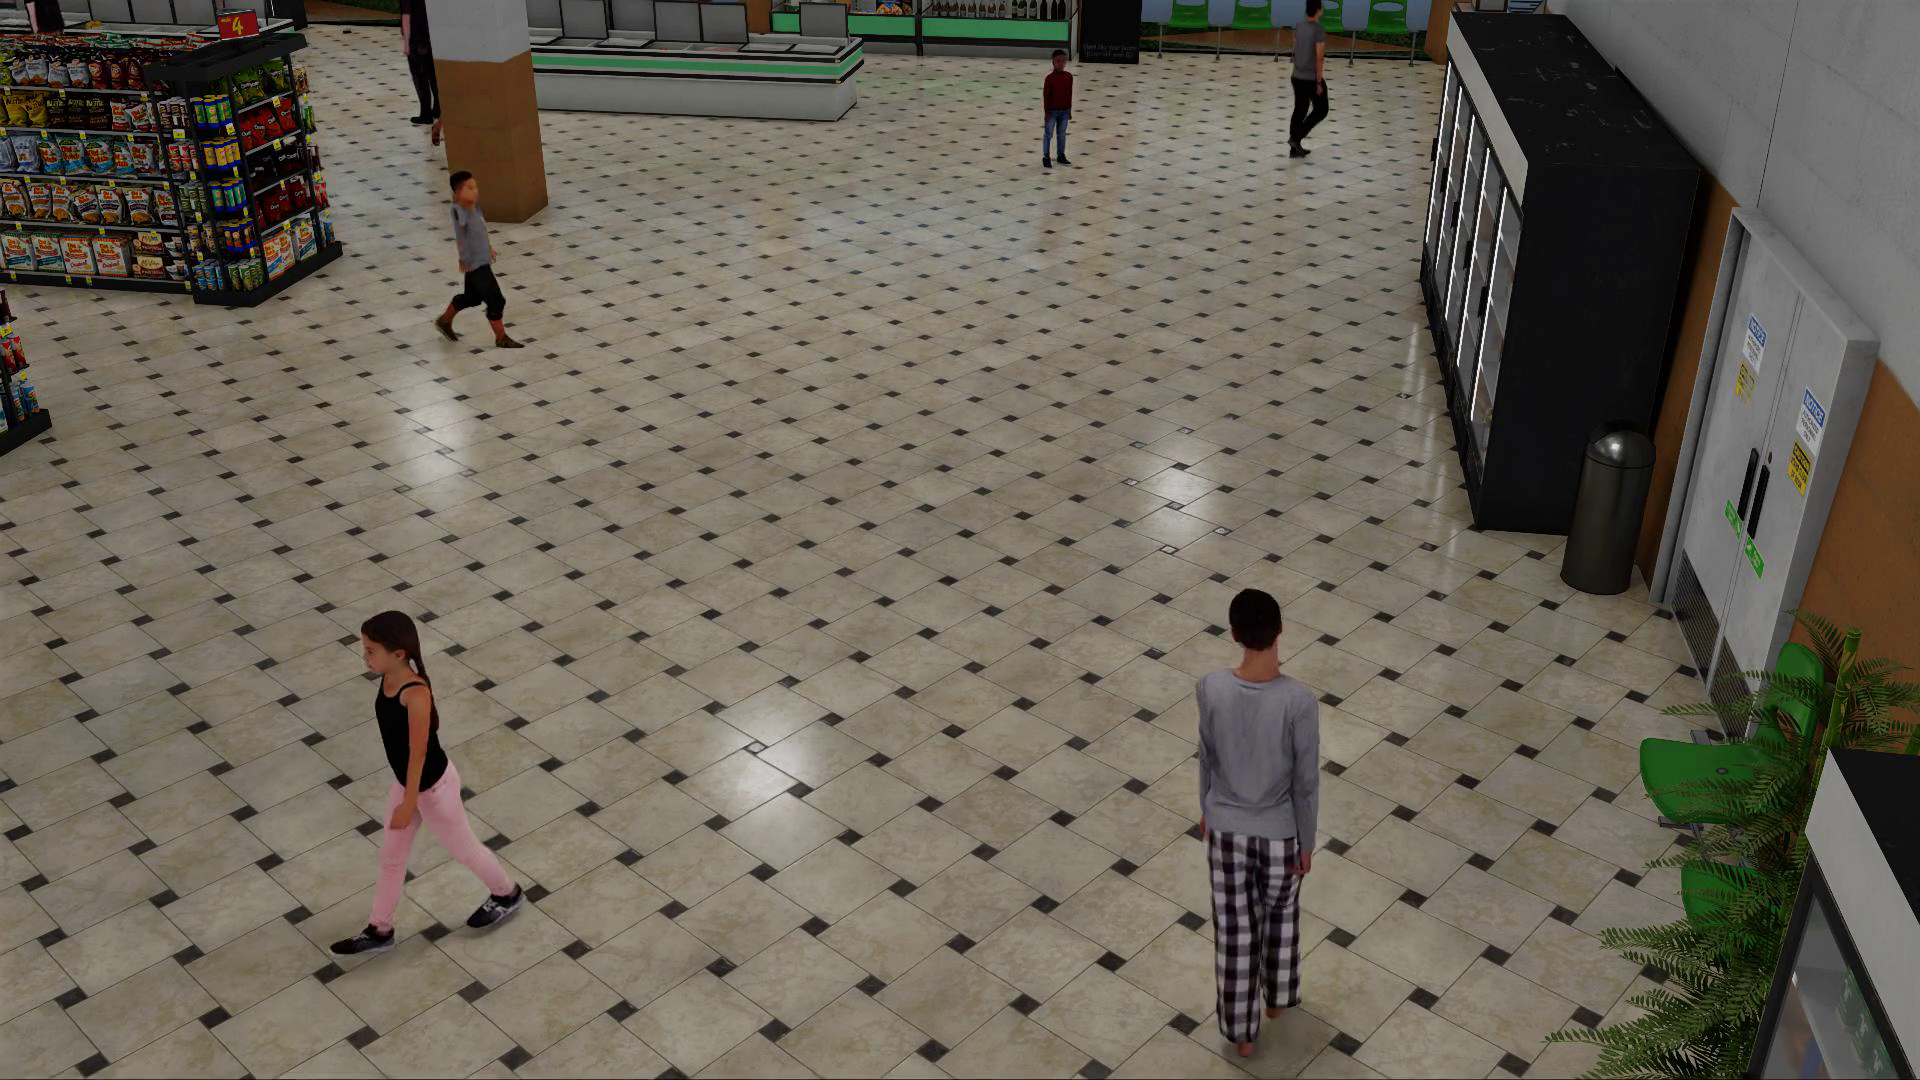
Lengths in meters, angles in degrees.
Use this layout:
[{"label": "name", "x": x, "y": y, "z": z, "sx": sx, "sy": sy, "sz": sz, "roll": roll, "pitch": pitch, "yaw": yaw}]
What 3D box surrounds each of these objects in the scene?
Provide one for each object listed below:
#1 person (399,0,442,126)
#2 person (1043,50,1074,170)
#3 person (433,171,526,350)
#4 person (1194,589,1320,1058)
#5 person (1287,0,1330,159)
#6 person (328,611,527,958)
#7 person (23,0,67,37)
[{"label": "person", "x": -6.467, "y": -5.968, "z": 19.966, "sx": 0.612, "sy": 1.845, "sz": 0.721, "roll": 8, "pitch": 28, "yaw": 15}, {"label": "person", "x": 1.060, "y": -4.706, "z": 18.130, "sx": 0.563, "sy": 1.254, "sz": 0.643, "roll": -13, "pitch": 30, "yaw": -23}, {"label": "person", "x": -3.868, "y": -2.230, "z": 13.054, "sx": 1.011, "sy": 1.429, "sz": 0.602, "roll": 2, "pitch": 27, "yaw": 5}, {"label": "person", "x": 1.082, "y": 1.098, "z": 6.068, "sx": 0.725, "sy": 1.812, "sz": 0.782, "roll": 13, "pitch": 30, "yaw": 24}, {"label": "person", "x": 3.762, "y": -5.060, "z": 18.286, "sx": 0.875, "sy": 1.743, "sz": 0.816, "roll": -15, "pitch": 30, "yaw": -27}, {"label": "person", "x": -2.071, "y": 0.969, "z": 6.643, "sx": 1.007, "sy": 1.522, "sz": 0.996, "roll": -20, "pitch": 33, "yaw": -35}, {"label": "person", "x": -11.296, "y": -6.213, "z": 20.468, "sx": 0.839, "sy": 1.827, "sz": 0.749, "roll": 1, "pitch": 27, "yaw": 2}]
